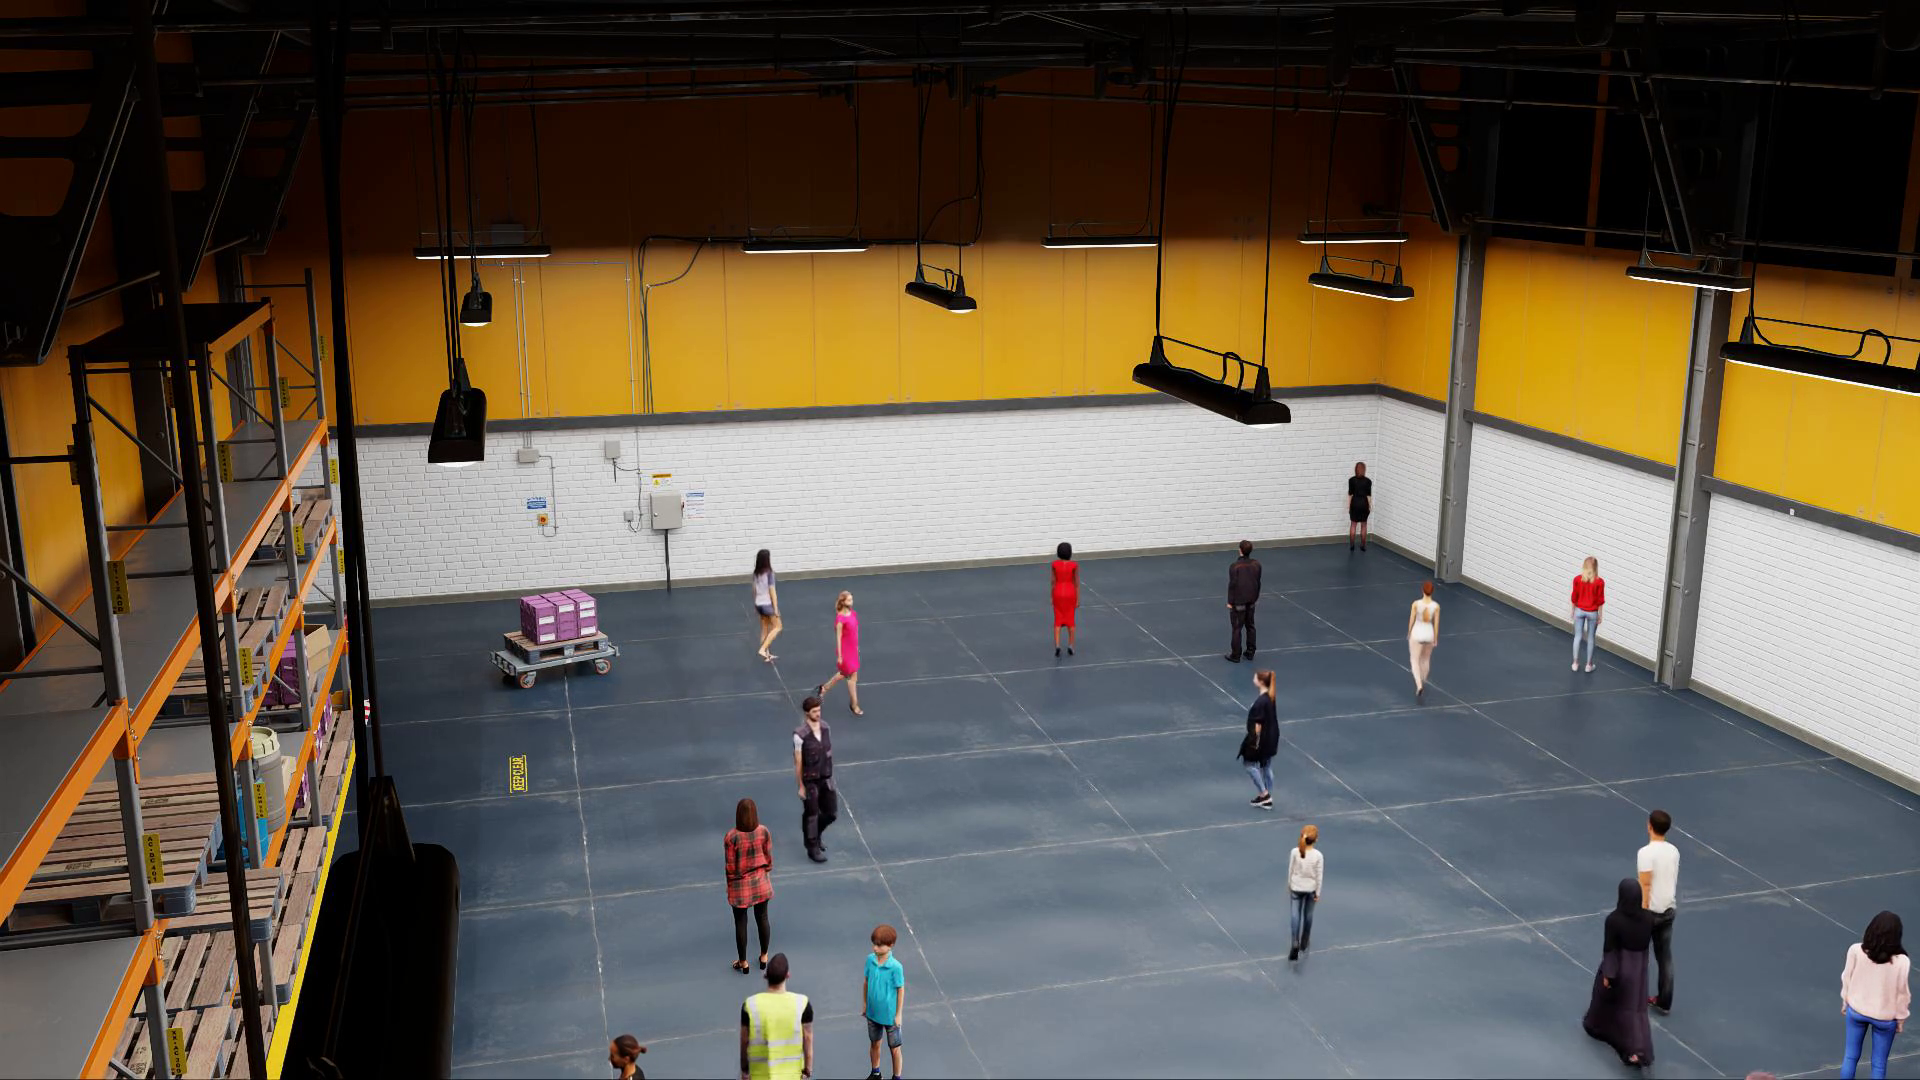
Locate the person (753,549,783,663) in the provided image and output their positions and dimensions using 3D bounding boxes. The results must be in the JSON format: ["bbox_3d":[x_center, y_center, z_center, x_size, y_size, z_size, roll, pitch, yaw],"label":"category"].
[{"bbox_3d":[-2.904,0.995,24.507,0.764,1.725,0.823,10,17,36],"label":"person"}]

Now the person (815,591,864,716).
[{"bbox_3d":[-1.602,1.506,22.438,0.980,1.705,0.994,5,14,20],"label":"person"}]

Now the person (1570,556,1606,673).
[{"bbox_3d":[9.125,1.073,24.232,0.684,1.702,0.738,7,15,28],"label":"person"}]

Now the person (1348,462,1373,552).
[{"bbox_3d":[7.509,-0.630,31.262,0.658,1.703,0.698,6,15,24],"label":"person"}]

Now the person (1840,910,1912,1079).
[{"bbox_3d":[7.169,3.740,13.079,0.670,1.769,0.790,13,18,42],"label":"person"}]

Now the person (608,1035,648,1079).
[{"bbox_3d":[-2.239,4.175,11.493,0.643,1.668,0.462,-3,14,-12],"label":"person"}]

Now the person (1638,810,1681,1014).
[{"bbox_3d":[6.221,3.336,14.769,0.739,1.758,0.873,-8,16,-31],"label":"person"}]

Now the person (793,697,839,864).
[{"bbox_3d":[-1.616,2.550,17.849,0.791,1.836,0.831,-12,18,-40],"label":"person"}]

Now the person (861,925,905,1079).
[{"bbox_3d":[-0.616,3.800,13.509,0.588,1.449,0.653,8,16,31],"label":"person"}]

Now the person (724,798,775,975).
[{"bbox_3d":[-1.962,3.197,15.459,0.654,1.703,0.608,-6,15,-25],"label":"person"}]

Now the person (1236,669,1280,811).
[{"bbox_3d":[3.571,2.317,19.154,0.836,1.674,0.784,11,17,37],"label":"person"}]

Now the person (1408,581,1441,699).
[{"bbox_3d":[6.427,1.392,23.090,0.771,1.620,1.047,1,14,5],"label":"person"}]

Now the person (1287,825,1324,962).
[{"bbox_3d":[3.236,3.339,15.728,0.743,1.300,0.907,4,14,17],"label":"person"}]

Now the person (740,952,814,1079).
[{"bbox_3d":[-1.346,3.921,12.196,0.695,1.832,0.914,-3,14,-12],"label":"person"}]

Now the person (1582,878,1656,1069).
[{"bbox_3d":[5.607,3.625,13.904,0.777,1.603,1.185,-1,14,-3],"label":"person"}]

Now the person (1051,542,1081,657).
[{"bbox_3d":[1.565,0.884,24.928,0.648,1.743,0.643,3,14,10],"label":"person"}]

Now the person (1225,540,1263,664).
[{"bbox_3d":[4.206,0.897,24.669,0.763,1.839,0.637,-6,15,-25],"label":"person"}]
